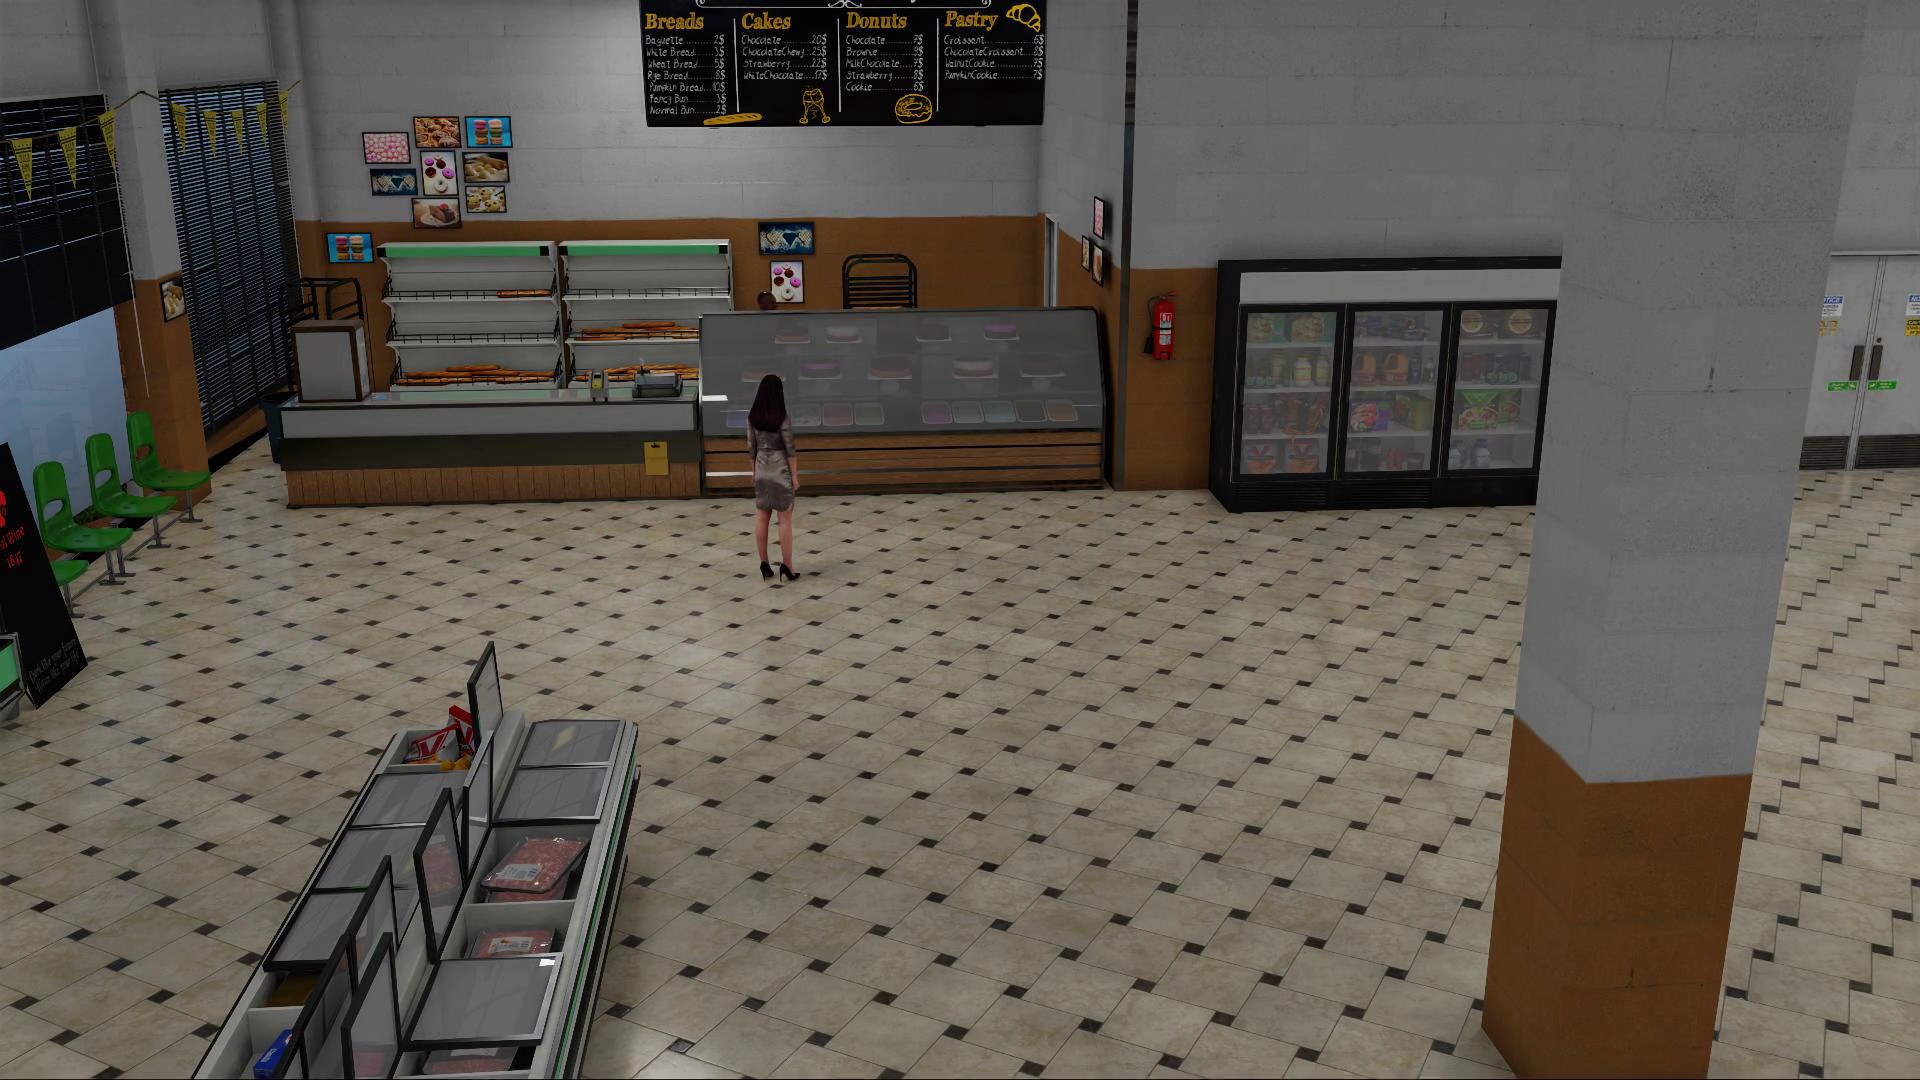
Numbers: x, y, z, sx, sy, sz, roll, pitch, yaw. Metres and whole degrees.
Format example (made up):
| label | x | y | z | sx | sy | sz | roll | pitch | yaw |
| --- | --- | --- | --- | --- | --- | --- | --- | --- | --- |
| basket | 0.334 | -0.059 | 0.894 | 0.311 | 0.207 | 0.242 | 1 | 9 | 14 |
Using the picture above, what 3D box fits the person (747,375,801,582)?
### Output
| label | x | y | z | sx | sy | sz | roll | pitch | yaw |
| --- | --- | --- | --- | --- | --- | --- | --- | --- | --- |
| person | -1.544 | -0.509 | 13.771 | 0.661 | 1.747 | 0.663 | 7 | 18 | 23 |
